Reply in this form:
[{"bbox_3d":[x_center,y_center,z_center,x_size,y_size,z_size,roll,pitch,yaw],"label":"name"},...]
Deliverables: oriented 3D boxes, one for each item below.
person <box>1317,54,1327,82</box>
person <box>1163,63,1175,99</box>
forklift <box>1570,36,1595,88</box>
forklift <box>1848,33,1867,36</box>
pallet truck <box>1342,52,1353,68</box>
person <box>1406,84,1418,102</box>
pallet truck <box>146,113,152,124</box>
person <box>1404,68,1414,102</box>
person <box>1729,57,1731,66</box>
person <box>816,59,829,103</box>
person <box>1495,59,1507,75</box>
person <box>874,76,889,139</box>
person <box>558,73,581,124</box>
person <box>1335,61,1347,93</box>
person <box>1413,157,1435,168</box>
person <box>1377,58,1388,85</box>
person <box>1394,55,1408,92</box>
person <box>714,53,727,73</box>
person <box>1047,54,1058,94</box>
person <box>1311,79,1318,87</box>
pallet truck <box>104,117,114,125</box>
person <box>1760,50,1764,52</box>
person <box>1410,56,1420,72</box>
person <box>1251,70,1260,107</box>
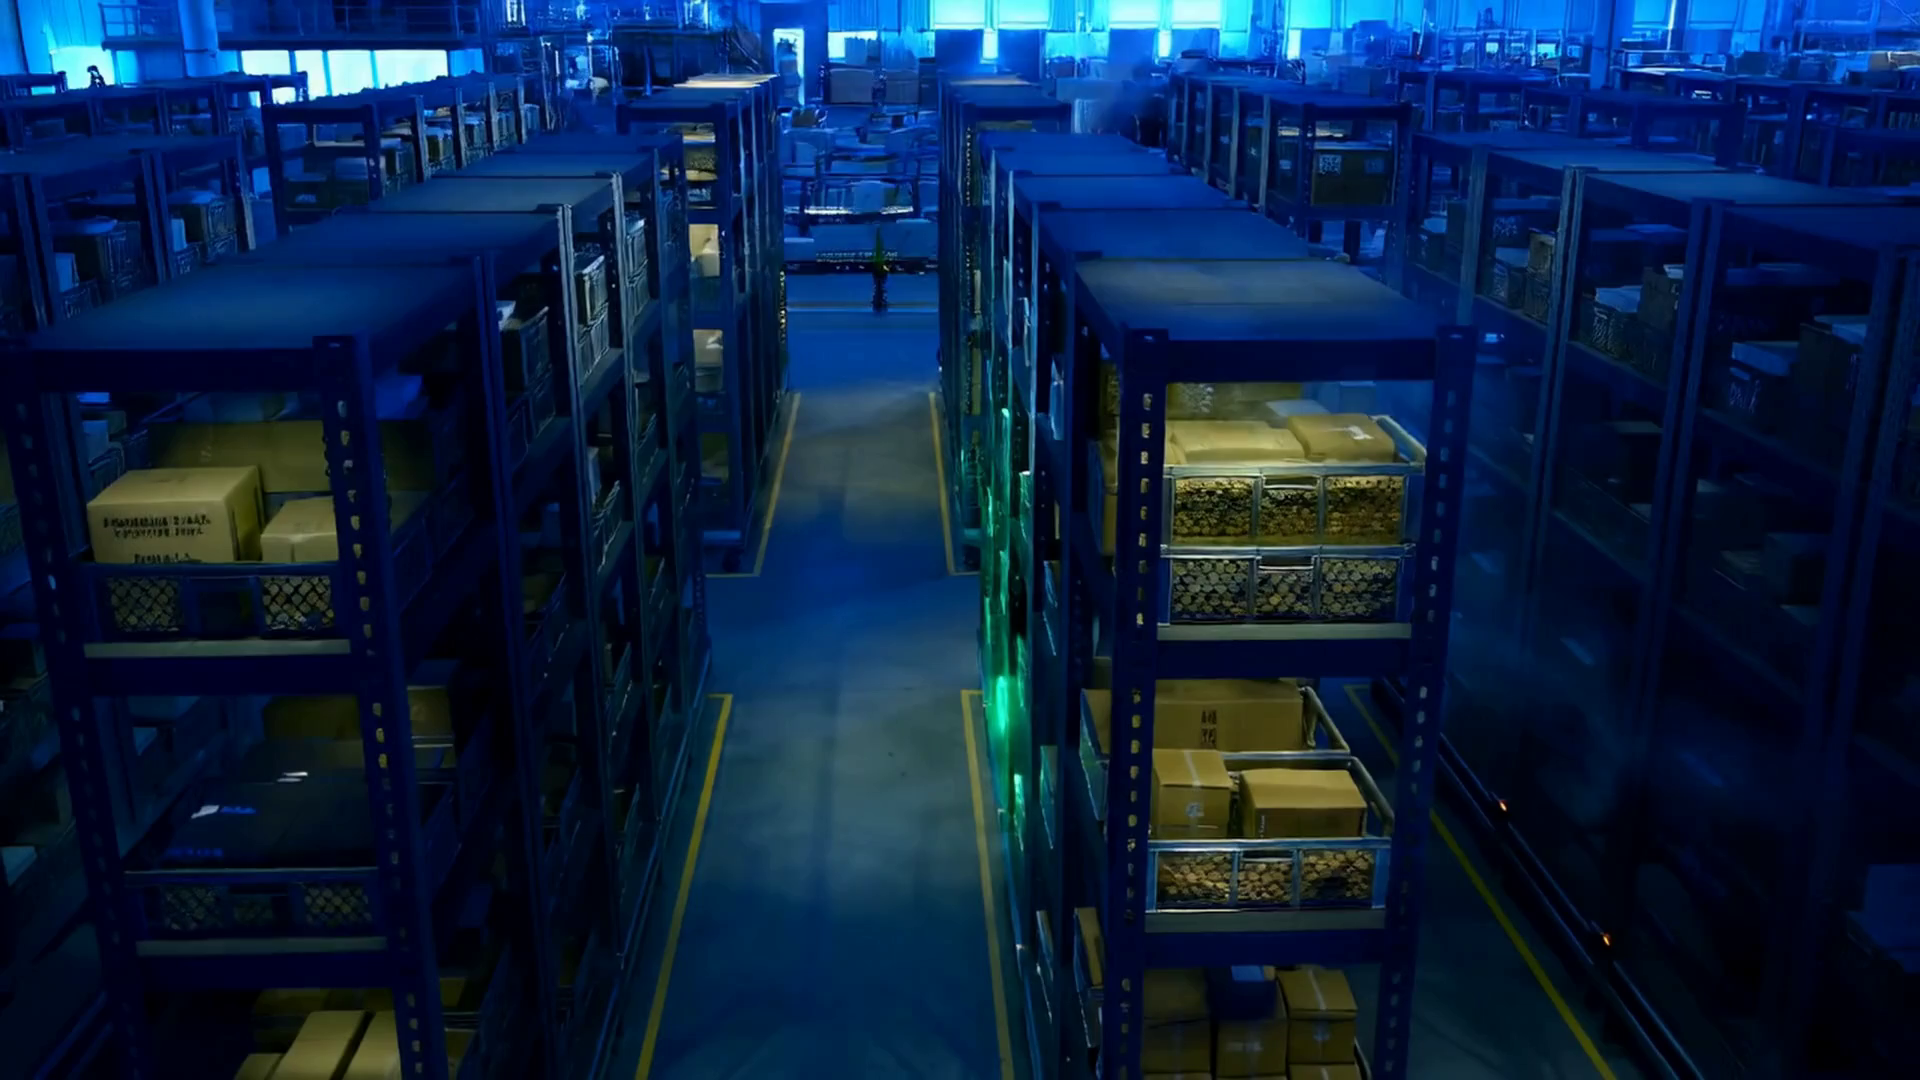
[{"bbox_3d":[19.030,-24.684,87.495,0.518,1.716,0.701,-4,18,-13],"label":"person"},{"bbox_3d":[8.303,-17.718,65.438,0.689,2.000,0.539,-3,18,-9],"label":"person"},{"bbox_3d":[29.604,-22.031,77.440,1.873,2.768,1.129,-1,18,-2],"label":"forklift"},{"bbox_3d":[46.106,-24.701,85.701,1.129,2.768,1.873,-1,18,-2],"label":"forklift"},{"bbox_3d":[18.794,-23.123,82.231,0.823,1.965,1.885,-13,22,-35],"label":"pallet truck"},{"bbox_3d":[15.379,-14.842,56.891,0.551,1.819,0.604,10,21,29],"label":"person"},{"bbox_3d":[-18.087,-8.309,36.390,1.885,1.965,0.823,-1,18,-4],"label":"pallet truck"},{"bbox_3d":[17.184,-17.097,63.694,0.400,1.926,0.566,15,23,39],"label":"person"},{"bbox_3d":[37.430,-22.720,81.228,0.514,1.843,0.327,6,19,17],"label":"person"},{"bbox_3d":[-6.051,-20.317,73.694,0.550,1.905,0.901,-12,21,-32],"label":"person"},{"bbox_3d":[24.538,-21.000,75.944,1.099,1.843,0.572,11,21,31],"label":"person"},{"bbox_3d":[-2.564,-14.158,54.443,0.411,2.023,0.614,13,22,34],"label":"person"},{"bbox_3d":[-14.462,-16.224,61.165,1.020,1.831,0.593,-1,18,-3],"label":"person"},{"bbox_3d":[17.037,-20.356,73.948,0.910,1.831,0.529,14,23,37],"label":"person"},{"bbox_3d":[10.750,-8.842,38.419,0.544,1.752,0.443,2,18,7],"label":"person"},{"bbox_3d":[20.762,-22.824,81.803,0.533,1.690,0.322,-1,18,-4],"label":"person"},{"bbox_3d":[22.080,-23.168,82.672,0.801,1.811,0.622,8,20,23],"label":"person"},{"bbox_3d":[-12.755,-25.059,88.552,0.631,1.802,0.940,-16,24,-40],"label":"person"},{"bbox_3d":[4.423,-22.411,80.123,0.372,1.940,0.631,-16,24,-41],"label":"person"},{"bbox_3d":[12.339,-15.203,58.094,0.330,1.768,0.526,11,21,31],"label":"person"},{"bbox_3d":[-18.367,-7.885,35.078,1.885,1.965,0.823,1,18,2],"label":"pallet truck"},{"bbox_3d":[41.795,-24.610,86.929,0.548,1.937,0.379,-9,20,-25],"label":"person"},{"bbox_3d":[21.511,-21.973,78.851,1.005,1.896,0.645,-10,20,-28],"label":"person"},{"bbox_3d":[10.556,-15.768,59.475,0.377,1.995,0.608,-12,21,-32],"label":"person"}]
